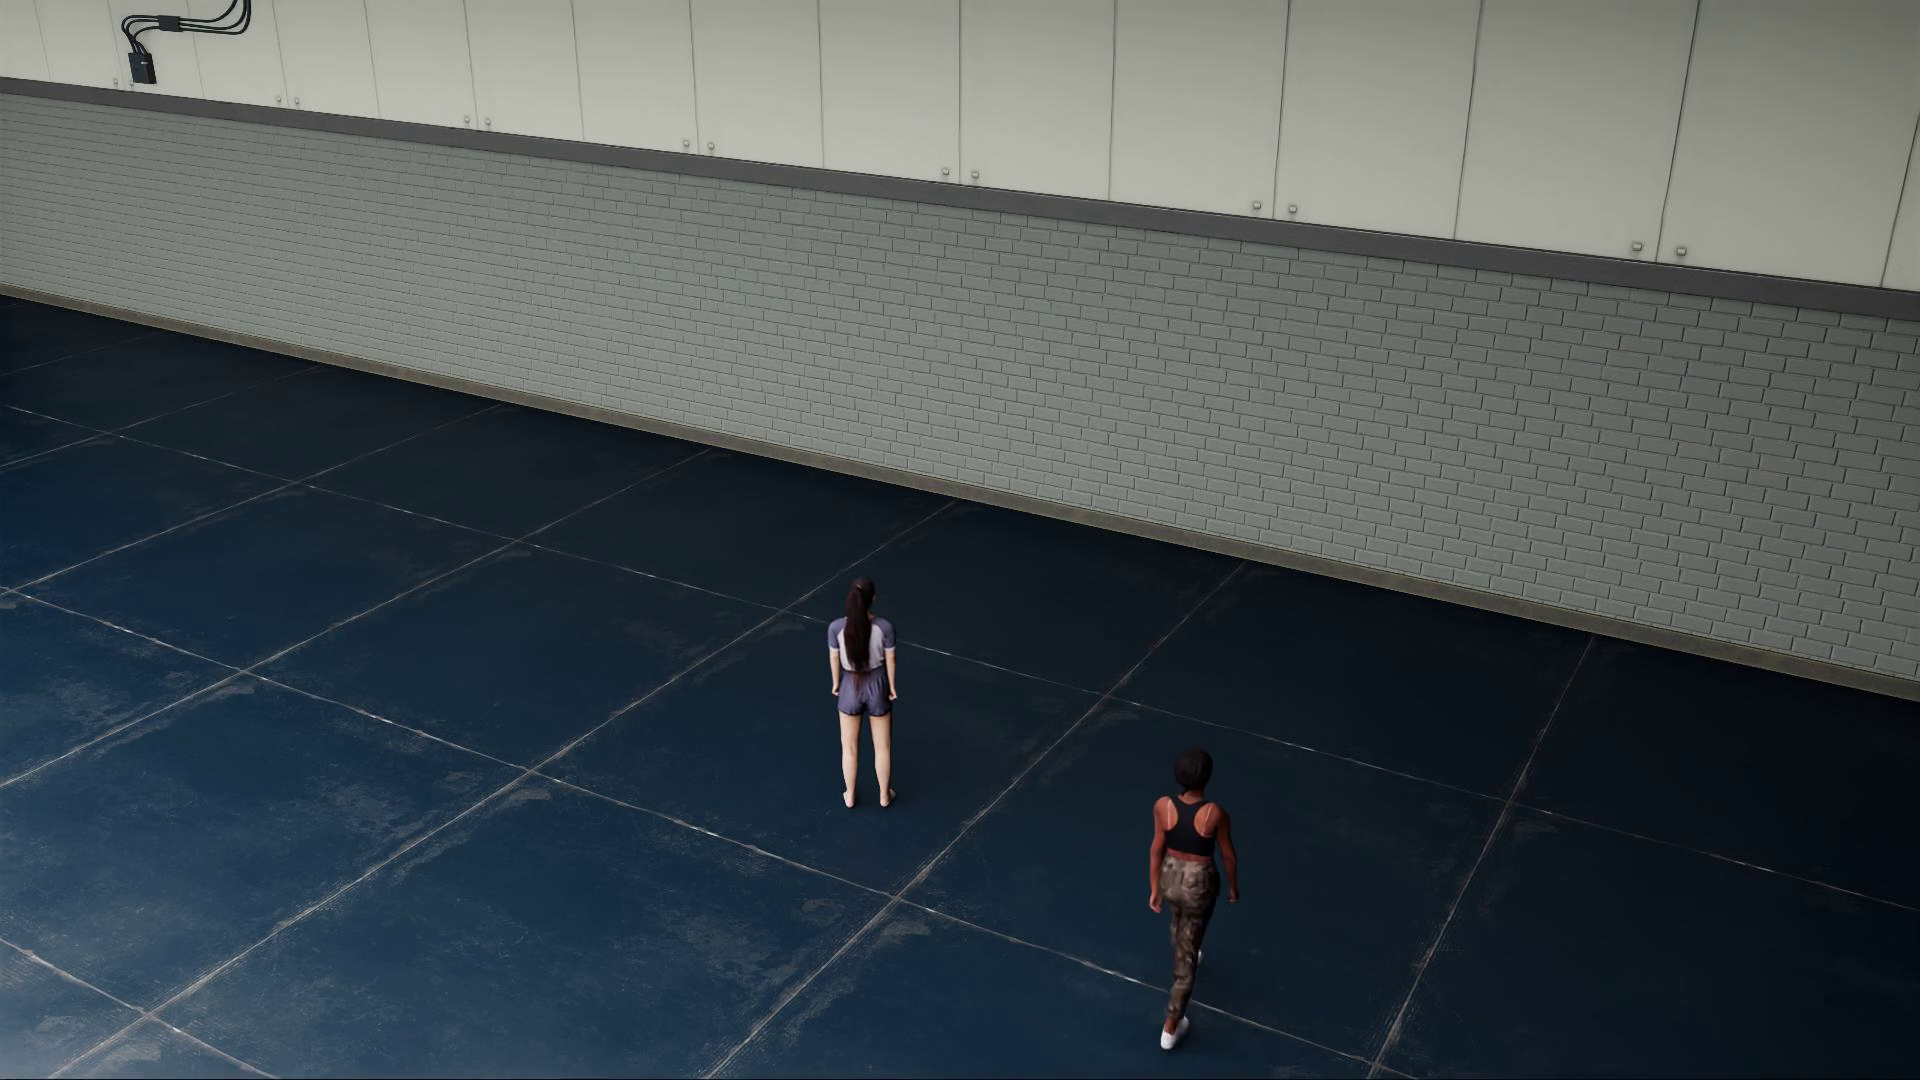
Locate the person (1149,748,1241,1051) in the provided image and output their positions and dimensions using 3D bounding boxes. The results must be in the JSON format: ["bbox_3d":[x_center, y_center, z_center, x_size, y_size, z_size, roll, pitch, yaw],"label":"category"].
[{"bbox_3d":[1.165,1.909,8.739,0.591,1.666,0.987,13,26,28],"label":"person"}]

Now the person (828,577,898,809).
[{"bbox_3d":[-0.620,1.004,10.886,0.671,1.652,0.674,0,23,1],"label":"person"}]
